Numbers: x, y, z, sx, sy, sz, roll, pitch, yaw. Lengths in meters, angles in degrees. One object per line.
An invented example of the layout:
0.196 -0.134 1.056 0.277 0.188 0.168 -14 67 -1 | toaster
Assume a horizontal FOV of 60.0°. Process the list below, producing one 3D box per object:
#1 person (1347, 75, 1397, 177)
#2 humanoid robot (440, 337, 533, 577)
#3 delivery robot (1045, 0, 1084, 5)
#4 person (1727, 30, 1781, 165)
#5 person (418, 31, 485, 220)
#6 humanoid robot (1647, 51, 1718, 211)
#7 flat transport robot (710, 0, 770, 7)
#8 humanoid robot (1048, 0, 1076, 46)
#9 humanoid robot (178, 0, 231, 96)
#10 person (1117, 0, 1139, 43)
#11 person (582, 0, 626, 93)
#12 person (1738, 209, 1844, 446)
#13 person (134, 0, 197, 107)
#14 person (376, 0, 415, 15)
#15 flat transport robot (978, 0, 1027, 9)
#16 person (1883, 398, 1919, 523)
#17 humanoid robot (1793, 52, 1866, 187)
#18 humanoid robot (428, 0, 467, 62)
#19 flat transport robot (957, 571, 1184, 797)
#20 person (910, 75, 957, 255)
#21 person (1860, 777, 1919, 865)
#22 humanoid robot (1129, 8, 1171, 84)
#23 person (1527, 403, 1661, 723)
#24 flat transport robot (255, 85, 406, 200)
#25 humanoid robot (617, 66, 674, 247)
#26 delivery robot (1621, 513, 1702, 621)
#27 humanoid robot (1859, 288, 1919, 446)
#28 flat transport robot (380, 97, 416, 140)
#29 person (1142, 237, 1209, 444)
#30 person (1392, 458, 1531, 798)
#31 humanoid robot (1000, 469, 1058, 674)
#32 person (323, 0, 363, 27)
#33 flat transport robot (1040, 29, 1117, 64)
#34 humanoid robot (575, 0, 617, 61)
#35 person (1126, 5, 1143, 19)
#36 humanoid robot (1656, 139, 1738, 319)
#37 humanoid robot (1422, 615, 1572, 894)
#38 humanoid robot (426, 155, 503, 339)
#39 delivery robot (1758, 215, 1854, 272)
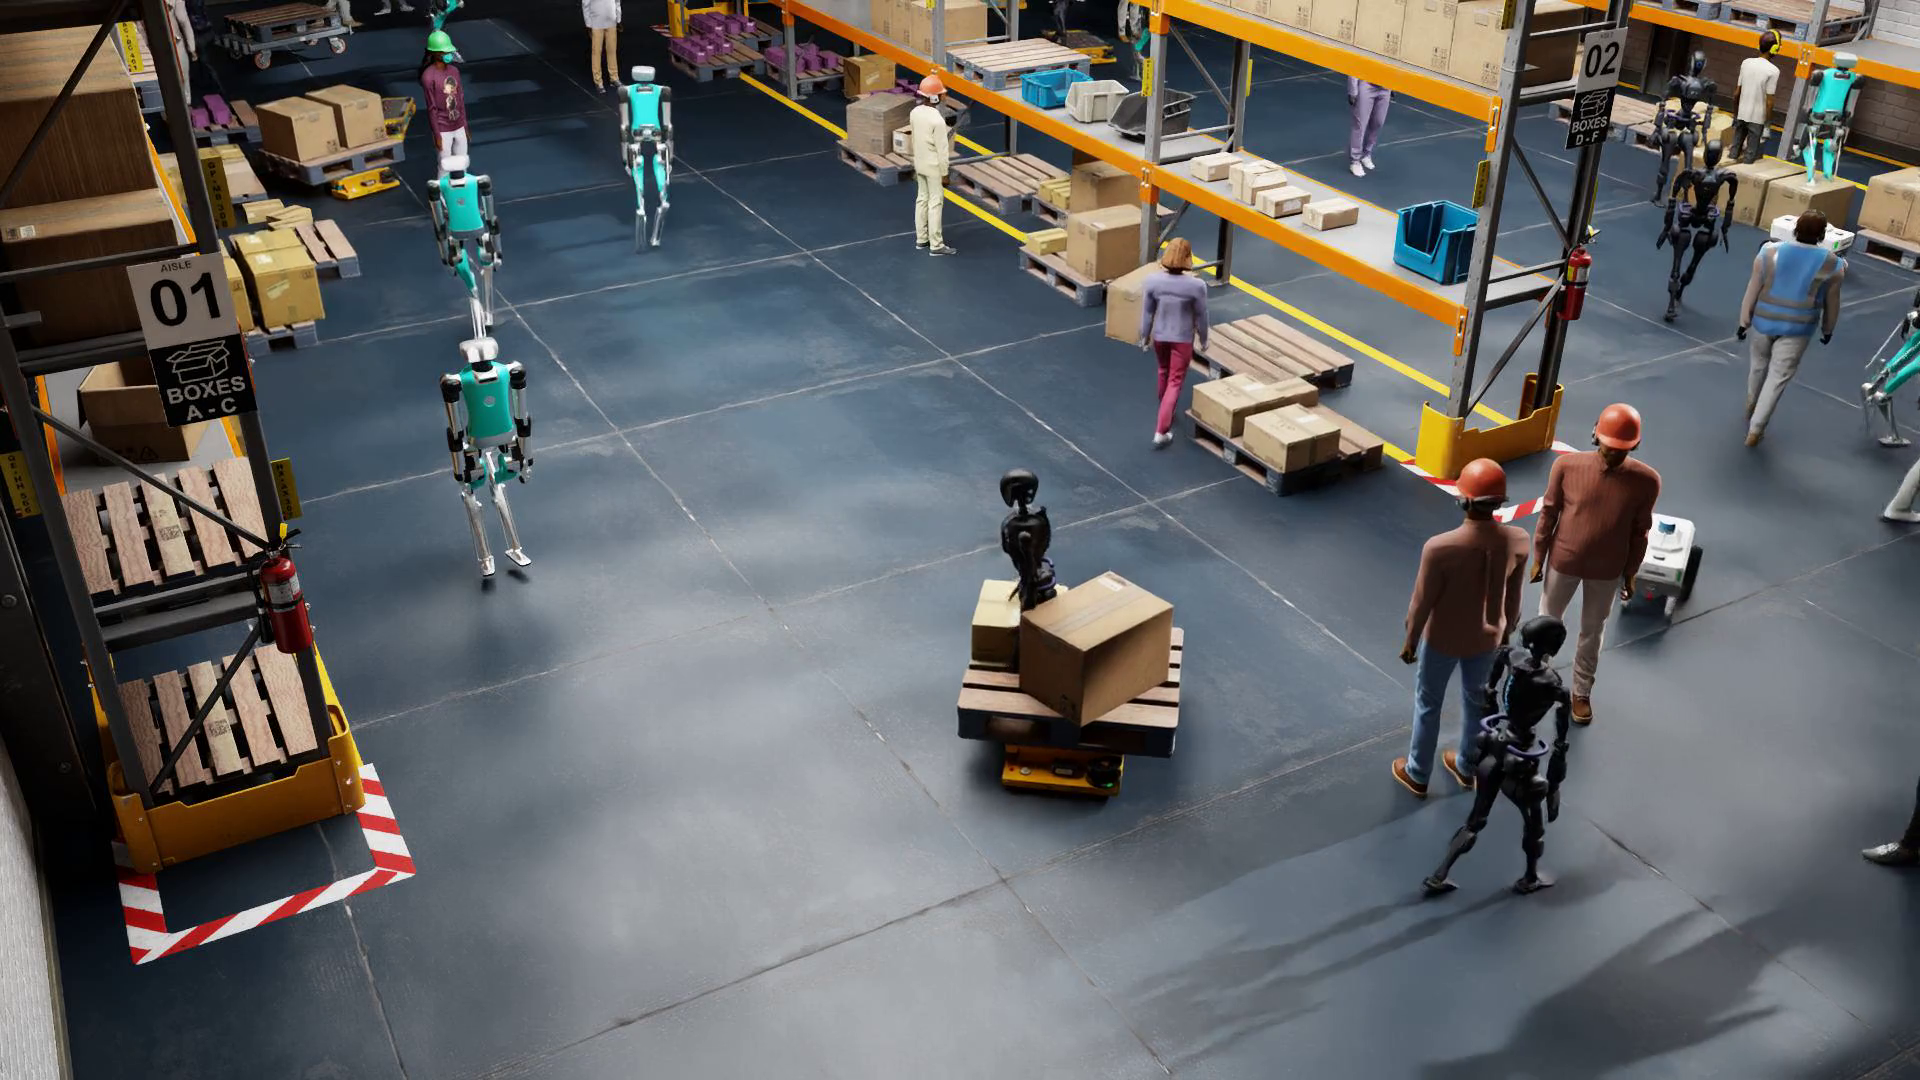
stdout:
4.599 -5.039 18.571 0.656 1.920 0.480 -13 32 -21 | person
-3.097 -0.602 10.849 0.533 1.677 0.735 -16 33 -25 | humanoid robot
1.610 -8.871 26.573 0.801 0.602 0.499 -8 31 -14 | delivery robot
8.326 -4.401 17.468 0.328 1.868 0.507 -12 32 -20 | person
-5.276 -4.260 17.154 0.432 1.944 0.481 17 34 27 | person
7.568 -4.274 17.439 0.608 1.639 0.496 3 30 6 | humanoid robot
-3.262 -8.685 26.528 1.431 0.231 0.659 -8 31 -13 | flat transport robot
1.416 -7.472 23.032 0.614 1.642 0.605 12 32 21 | humanoid robot
-9.895 -6.567 21.455 0.711 1.632 0.585 7 31 11 | humanoid robot
2.500 -8.191 24.039 0.561 1.896 0.352 -21 36 -32 | person
-4.637 -6.753 21.672 0.562 1.752 0.332 -24 37 -35 | person
6.381 -1.678 12.793 0.652 1.794 0.932 20 36 31 | person
-9.663 -6.026 20.290 0.639 1.891 1.009 -12 32 -20 | person
-8.840 -8.914 25.583 0.596 1.611 0.314 -7 31 -12 | person
0.300 -8.523 26.247 1.431 0.231 0.659 -3 30 -6 | flat transport robot
6.990 -0.970 11.474 0.834 1.888 0.599 0 30 0 | person
8.826 -3.975 16.890 0.546 1.783 0.842 3 30 5 | humanoid robot
-7.214 -7.420 22.896 0.971 1.787 0.587 14 33 23 | humanoid robot
0.665 0.972 9.718 0.659 0.231 1.431 5 30 8 | flat transport robot
-0.267 -3.672 16.307 0.319 1.755 0.562 -18 34 -28 | person
5.157 0.940 8.335 0.768 1.712 0.777 7 31 12 | person
2.475 -6.883 21.924 0.876 1.757 0.530 20 35 31 | humanoid robot
3.560 0.129 9.456 0.609 1.994 0.376 9 31 15 | person
-6.948 -4.077 18.507 1.431 0.231 0.659 22 36 33 | flat transport robot
-3.043 -3.673 16.399 0.548 1.834 0.794 -8 31 -13 | humanoid robot
4.588 0.126 10.911 0.499 0.603 0.802 14 33 23 | delivery robot
7.157 -1.485 12.556 0.650 1.832 0.537 -3 30 -5 | humanoid robot
-7.096 -5.162 20.395 0.659 0.231 1.431 -5 30 -8 | flat transport robot
1.639 -1.545 12.764 0.506 1.601 0.747 14 33 23 | person
2.652 0.483 8.851 0.631 1.985 0.412 -6 30 -10 | person
0.409 0.329 9.433 0.378 1.643 0.613 -1 30 -2 | humanoid robot
-9.314 -8.590 24.820 0.515 1.818 0.631 -4 30 -6 | person
1.652 -6.988 23.575 0.659 0.231 1.431 -9 31 -15 | flat transport robot
-5.085 -7.540 23.170 0.626 1.620 0.768 0 30 0 | humanoid robot
2.689 -8.889 25.299 0.336 1.848 0.514 6 30 10 | person
6.603 -2.787 14.894 0.609 1.625 0.770 7 31 12 | humanoid robot
2.697 1.080 8.173 0.704 1.655 0.593 -13 32 -21 | humanoid robot
-4.221 -2.525 14.351 0.546 1.745 1.027 -7 31 -12 | humanoid robot
8.242 -2.895 16.175 0.499 0.607 0.808 -20 36 -31 | delivery robot
